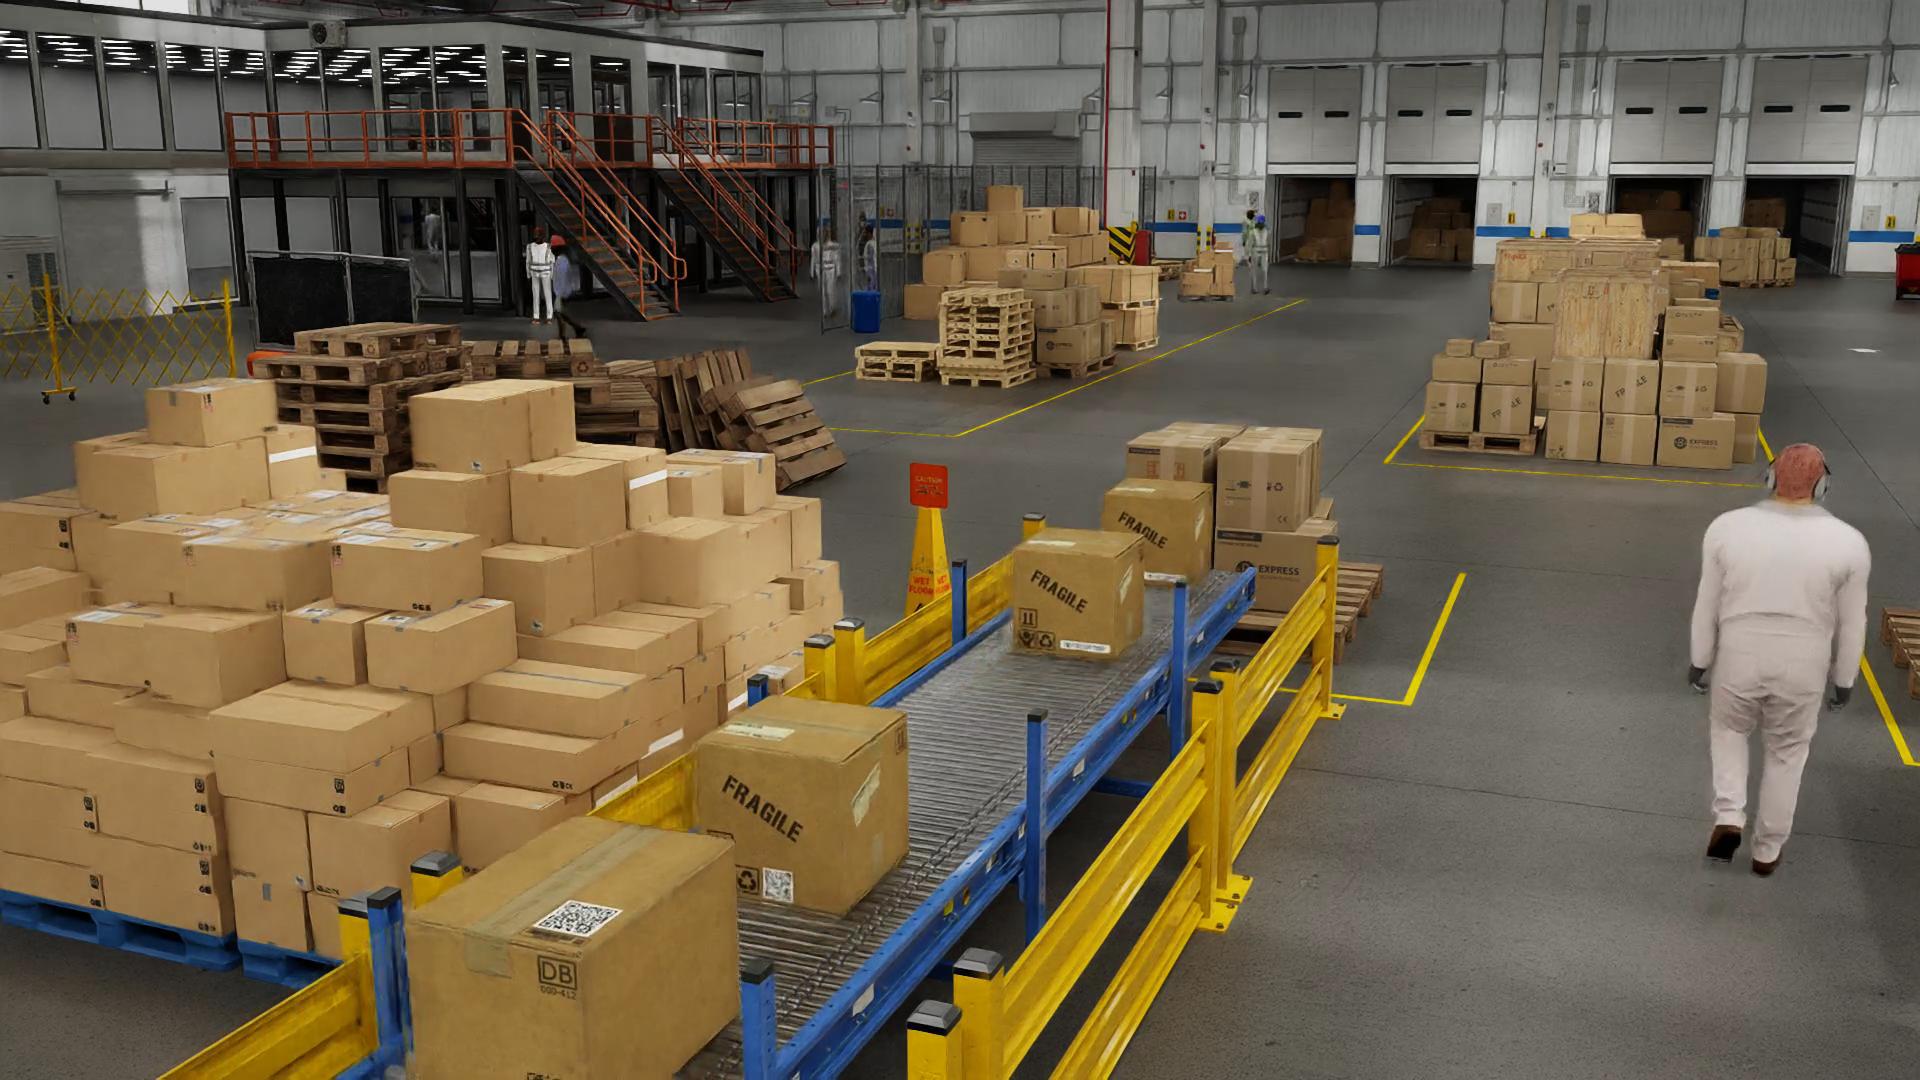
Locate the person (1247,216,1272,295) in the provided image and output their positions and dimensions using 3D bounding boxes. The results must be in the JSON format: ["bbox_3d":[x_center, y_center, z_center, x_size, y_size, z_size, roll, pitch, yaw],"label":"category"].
[{"bbox_3d":[7.274,-6.898,40.345,0.644,1.891,0.984,-1,13,-7],"label":"person"}]

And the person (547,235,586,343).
[{"bbox_3d":[-6.740,-4.228,28.313,0.565,1.915,0.556,-4,13,-17],"label":"person"}]

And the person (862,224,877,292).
[{"bbox_3d":[-1.799,-5.441,33.791,0.397,1.911,0.587,0,13,2],"label":"person"}]

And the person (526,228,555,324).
[{"bbox_3d":[-8.247,-5.188,32.714,0.575,1.883,0.355,0,13,-1],"label":"person"}]

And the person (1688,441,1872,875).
[{"bbox_3d":[3.485,0.516,7.110,0.665,1.888,0.433,7,14,28],"label":"person"}]

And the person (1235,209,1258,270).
[{"bbox_3d":[8.724,-9.129,50.532,0.706,1.824,0.640,7,14,29],"label":"person"}]

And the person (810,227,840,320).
[{"bbox_3d":[-2.742,-5.369,33.558,0.598,1.865,0.439,2,13,11],"label":"person"}]

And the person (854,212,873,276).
[{"bbox_3d":[-2.775,-8.509,47.800,0.515,1.811,0.931,1,13,7],"label":"person"}]
